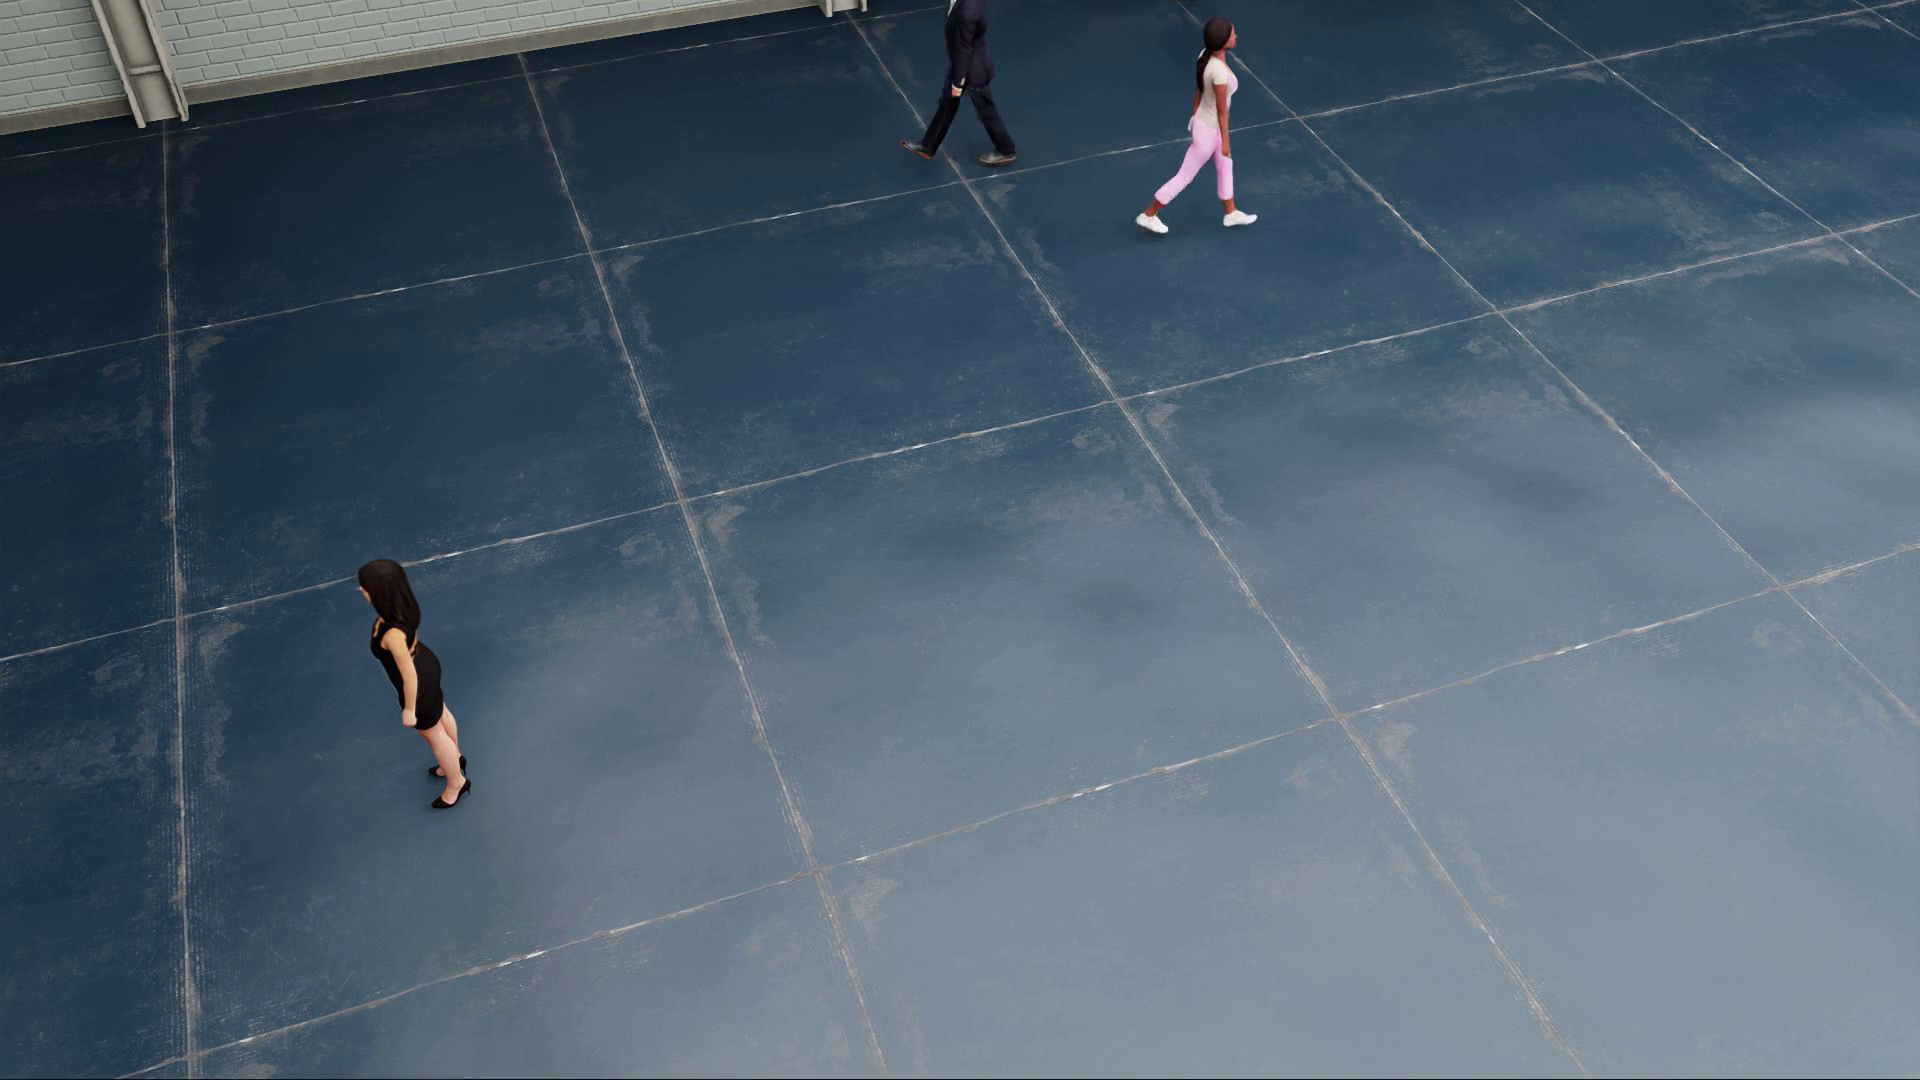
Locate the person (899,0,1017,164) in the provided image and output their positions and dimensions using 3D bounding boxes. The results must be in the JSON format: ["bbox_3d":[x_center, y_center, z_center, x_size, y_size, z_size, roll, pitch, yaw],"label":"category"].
[{"bbox_3d":[0.167,-3.661,12.851,1.242,1.752,0.908,-3,43,-3],"label":"person"}]

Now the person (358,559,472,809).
[{"bbox_3d":[-2.680,0.709,8.246,0.516,1.650,0.577,-8,44,-8],"label":"person"}]

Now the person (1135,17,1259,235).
[{"bbox_3d":[1.719,-2.960,12.139,1.235,1.700,0.795,-4,43,-4],"label":"person"}]
